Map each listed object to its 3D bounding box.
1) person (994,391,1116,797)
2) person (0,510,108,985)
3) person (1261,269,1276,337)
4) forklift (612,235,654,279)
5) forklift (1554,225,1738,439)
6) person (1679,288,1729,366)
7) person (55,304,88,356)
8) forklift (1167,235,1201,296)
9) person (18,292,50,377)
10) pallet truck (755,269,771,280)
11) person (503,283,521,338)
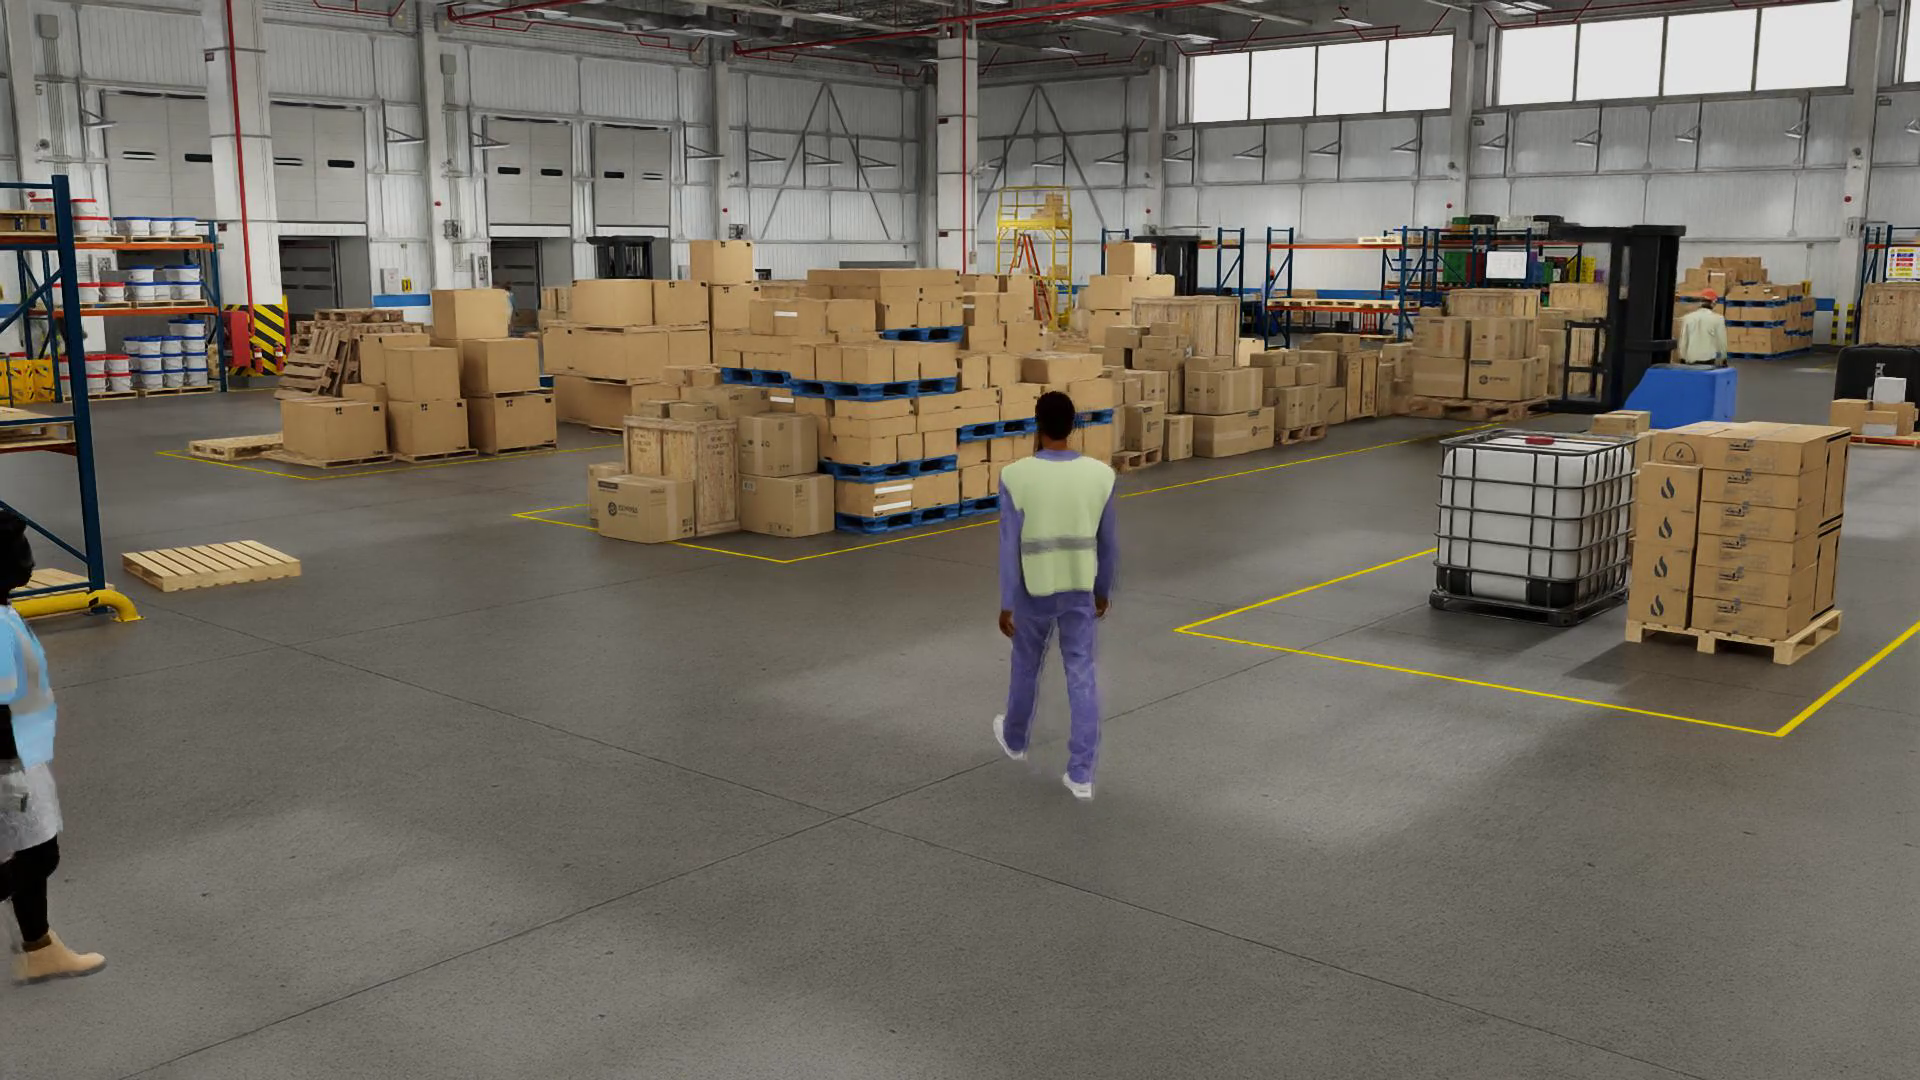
[{"bbox_3d":[0.446,0.225,7.986,0.623,1.864,0.986,-3,10,-14],"label":"person"},{"bbox_3d":[-3.257,0.734,5.592,0.512,1.683,0.547,-5,11,-27],"label":"person"},{"bbox_3d":[8.927,-6.846,48.053,0.379,1.937,0.548,-5,11,-25],"label":"person"},{"bbox_3d":[-7.300,-5.450,37.421,1.873,2.768,1.129,8,13,40],"label":"forklift"},{"bbox_3d":[8.584,-2.504,20.649,1.873,2.768,1.129,8,13,40],"label":"forklift"},{"bbox_3d":[10.739,-2.632,23.972,0.620,1.968,0.625,-6,12,-32],"label":"person"},{"bbox_3d":[-17.573,-4.069,32.698,0.510,1.817,0.938,3,10,14],"label":"person"},{"bbox_3d":[5.038,-5.477,37.578,1.873,2.768,1.129,8,13,40],"label":"forklift"},{"bbox_3d":[-17.647,-3.847,31.608,0.481,1.716,0.798,0,10,2],"label":"person"},{"bbox_3d":[-4.996,-6.432,45.525,1.885,1.965,0.823,-6,12,-32],"label":"pallet truck"},{"bbox_3d":[-12.218,-6.163,45.125,0.545,1.587,0.860,6,12,33],"label":"person"}]
